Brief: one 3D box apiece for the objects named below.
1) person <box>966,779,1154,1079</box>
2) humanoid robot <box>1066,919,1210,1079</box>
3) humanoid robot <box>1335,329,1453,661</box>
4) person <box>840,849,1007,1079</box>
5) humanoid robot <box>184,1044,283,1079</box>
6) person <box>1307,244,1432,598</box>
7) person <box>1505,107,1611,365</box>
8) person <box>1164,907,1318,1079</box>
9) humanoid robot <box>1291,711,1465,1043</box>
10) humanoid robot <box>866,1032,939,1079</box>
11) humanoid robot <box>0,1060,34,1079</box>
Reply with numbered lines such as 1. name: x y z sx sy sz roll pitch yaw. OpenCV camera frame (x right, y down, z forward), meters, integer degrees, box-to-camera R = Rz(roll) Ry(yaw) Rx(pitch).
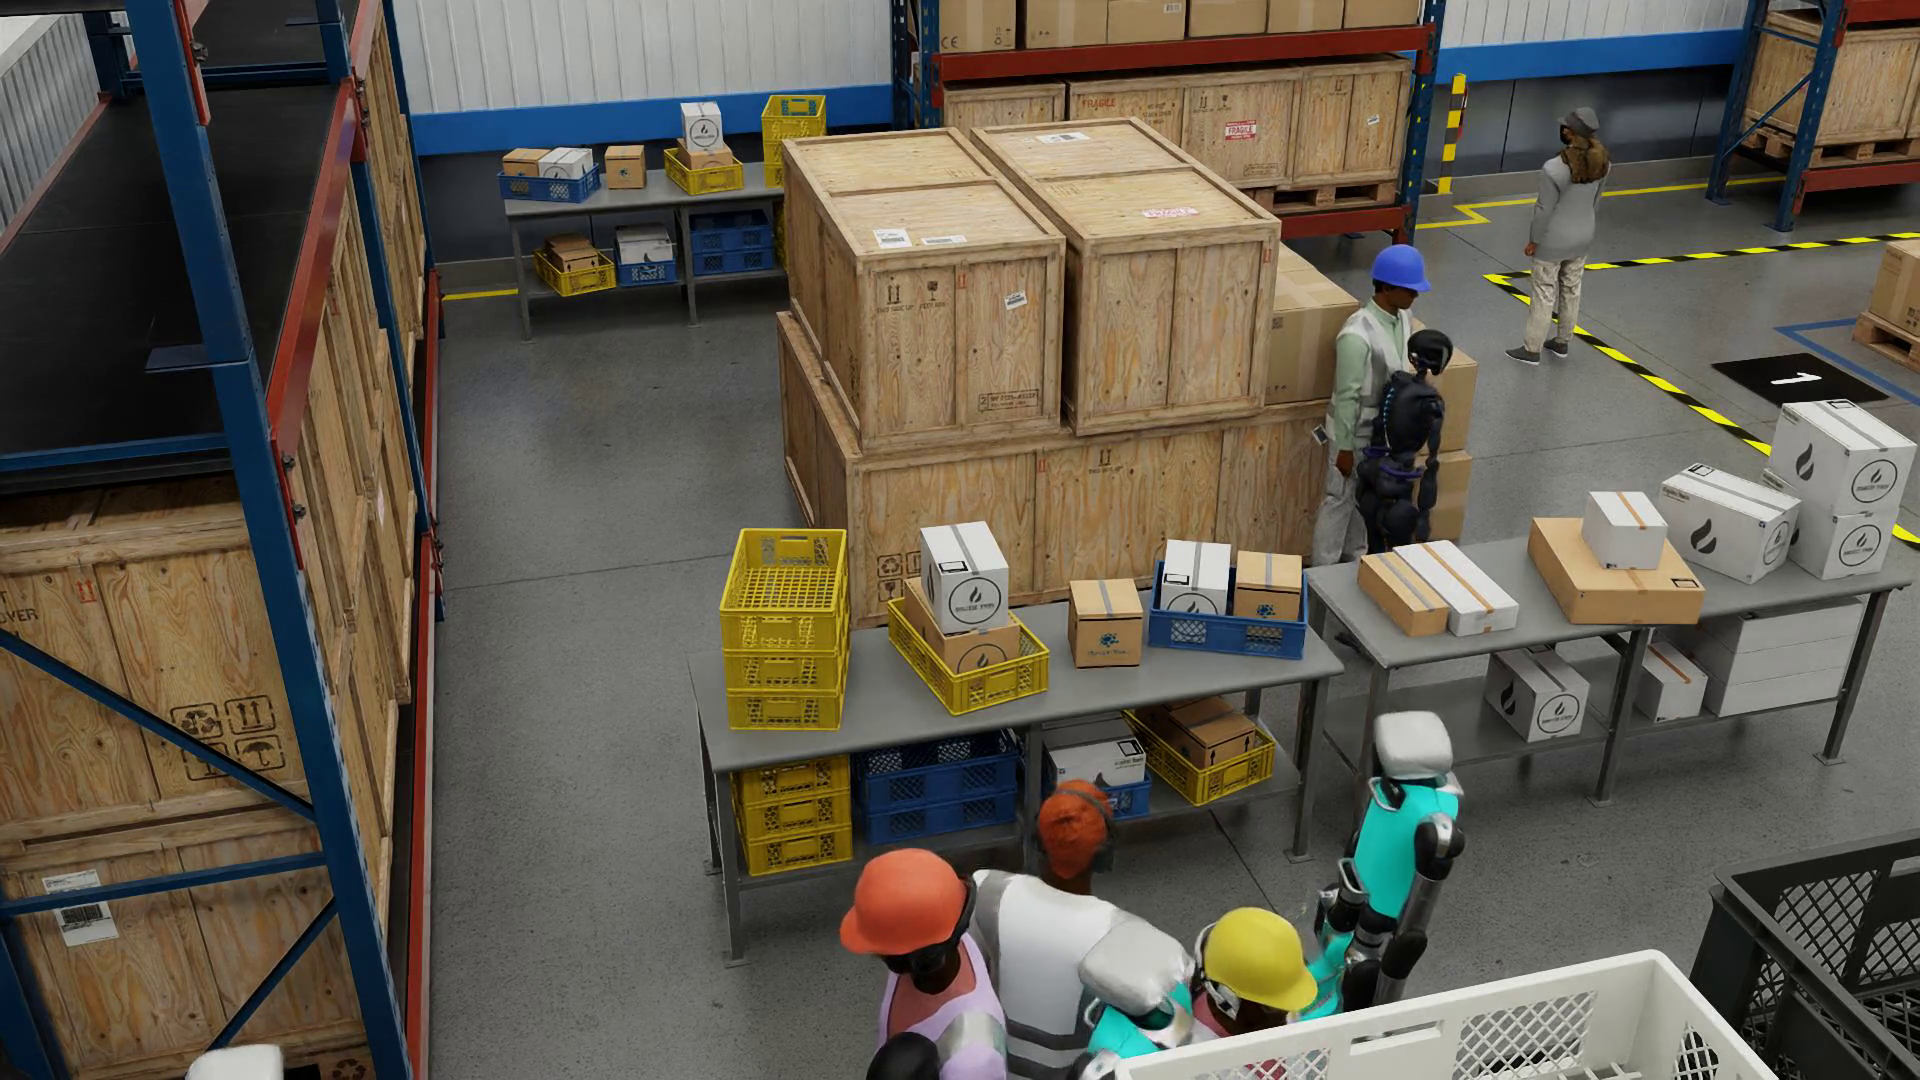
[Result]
1. person: 0.277 1.487 4.761 0.584 1.880 0.402 12 31 21
2. humanoid robot: 0.234 1.697 4.548 0.785 1.813 0.544 19 34 31
3. humanoid robot: 2.073 -0.229 8.081 0.473 1.644 0.608 -7 30 -13
4. person: -0.082 1.624 4.345 0.405 2.030 0.608 -7 30 -13
5. humanoid robot: -1.377 1.904 4.150 0.808 1.784 0.529 -11 31 -20
6. person: 2.070 -0.567 8.420 0.414 1.939 0.608 23 36 35
7. person: 4.091 -2.052 11.285 0.565 1.769 0.396 -14 32 -24
8. person: 0.705 1.705 4.400 0.404 1.832 0.588 20 35 32
9. humanoid robot: 1.086 1.364 5.208 0.759 1.859 0.530 -2 29 -4
10. humanoid robot: -0.142 1.897 4.197 0.599 1.657 0.315 10 30 17
11. humanoid robot: -2.183 1.929 4.140 0.315 1.657 0.599 7 30 13
